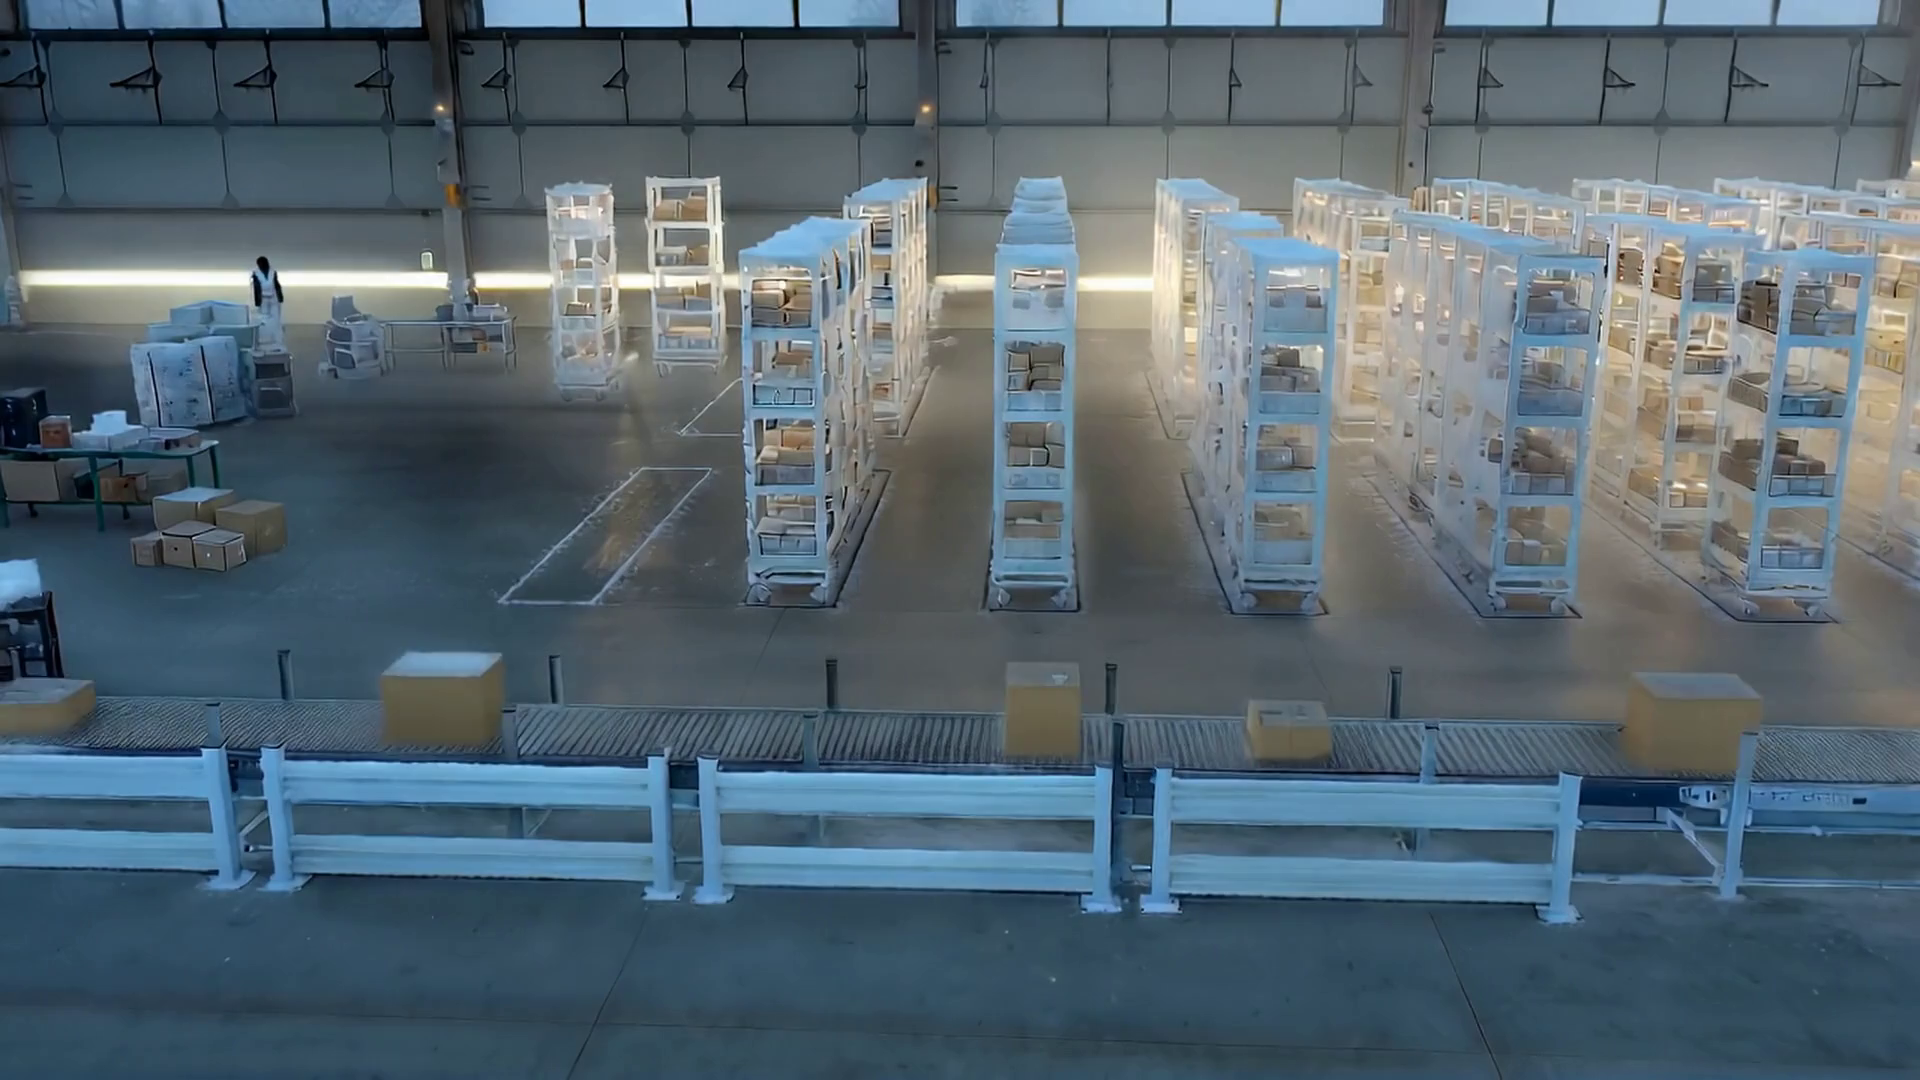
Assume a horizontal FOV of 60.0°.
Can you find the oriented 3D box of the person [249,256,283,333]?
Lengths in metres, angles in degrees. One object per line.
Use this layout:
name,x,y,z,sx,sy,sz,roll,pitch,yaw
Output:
person,-14.396,-4.979,34.564,0.632,1.832,0.430,-7,17,-24
